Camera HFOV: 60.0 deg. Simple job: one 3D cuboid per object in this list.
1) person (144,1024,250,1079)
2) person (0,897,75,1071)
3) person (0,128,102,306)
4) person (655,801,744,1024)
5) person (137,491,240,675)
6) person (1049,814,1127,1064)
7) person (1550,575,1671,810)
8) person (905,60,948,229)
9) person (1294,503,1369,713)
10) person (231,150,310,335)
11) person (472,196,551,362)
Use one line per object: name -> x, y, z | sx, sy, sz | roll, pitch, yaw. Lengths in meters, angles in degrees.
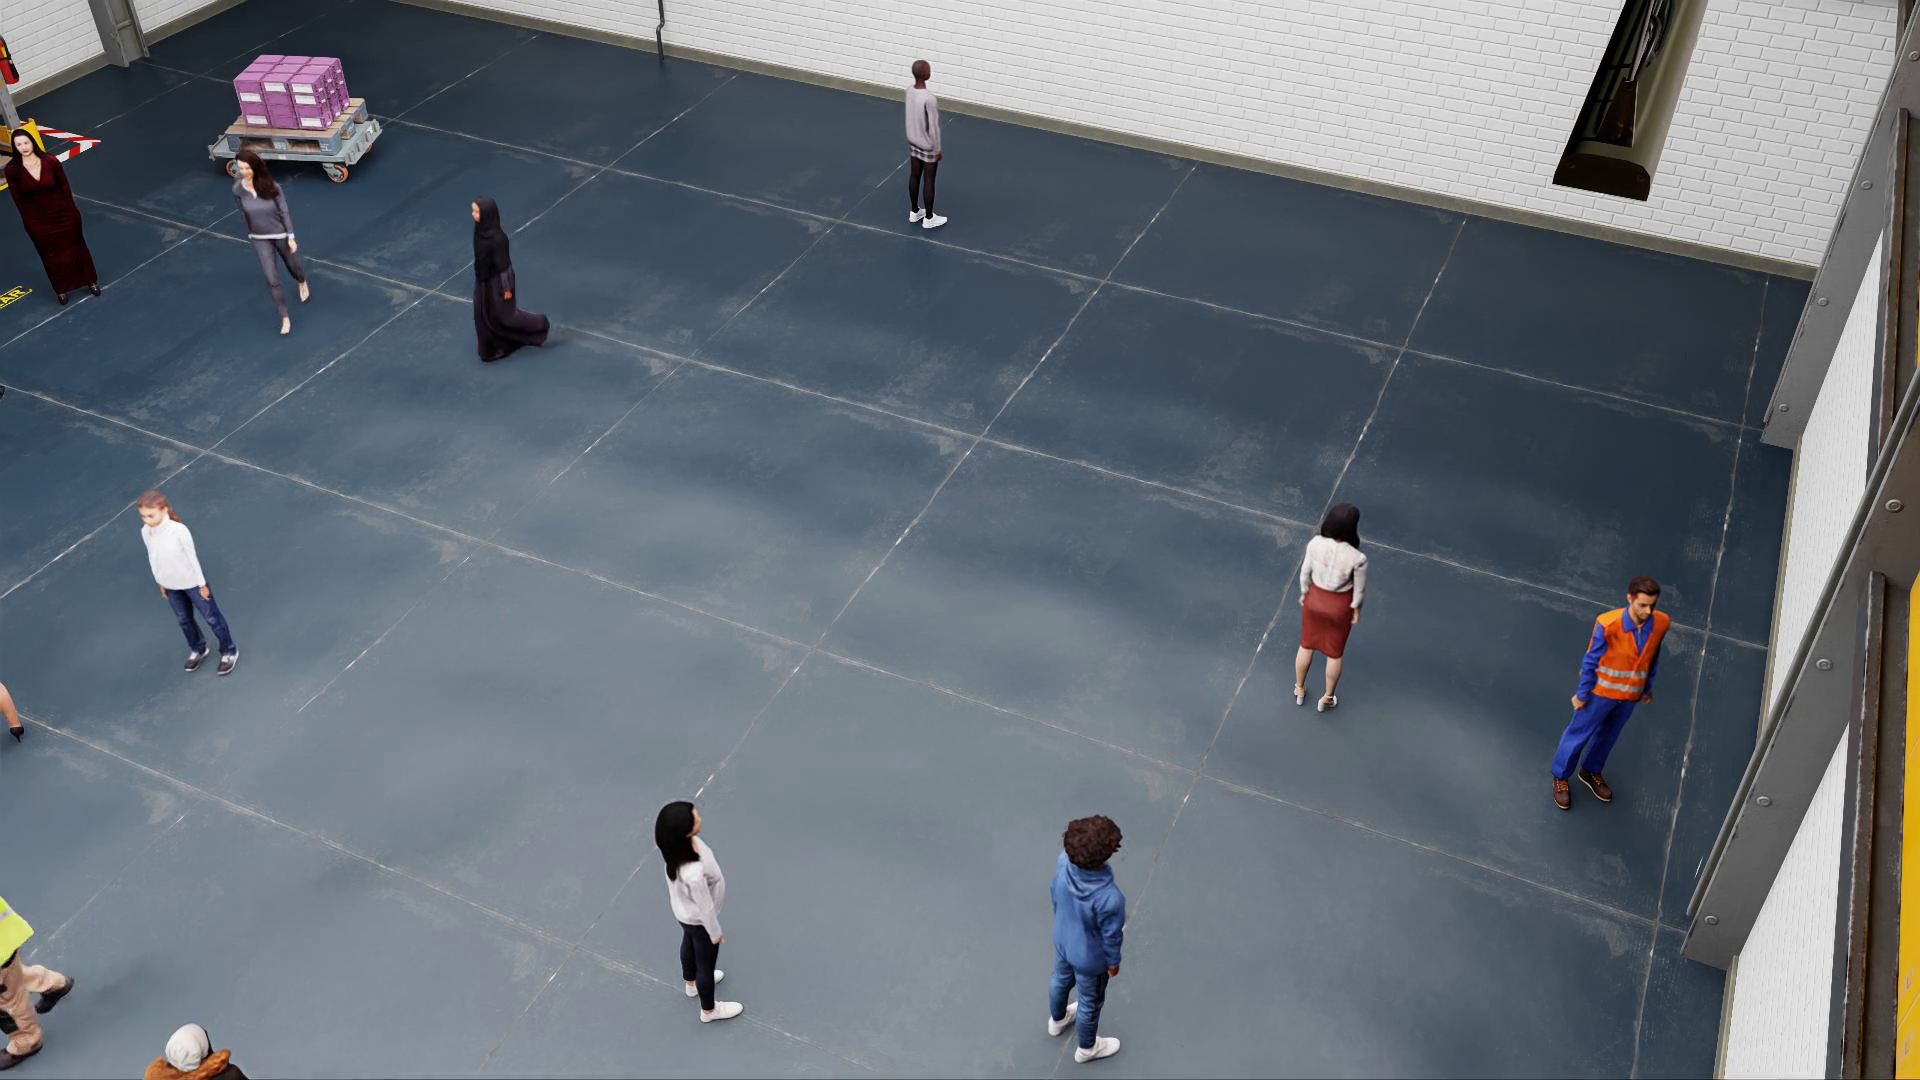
person -> -3.663, 2.962, 8.343 | 0.735, 1.632, 0.756 | -2, 39, -2
person -> -5.342, 2.178, 9.161 | 0.956, 1.836, 0.887 | -26, 45, -29
person -> -8.657, -3.087, 15.817 | 0.713, 1.758, 0.817 | -23, 44, -26
person -> -1.499, 2.078, 9.394 | 0.740, 1.701, 0.713 | -20, 43, -23
person -> -5.487, 0.274, 11.769 | 0.583, 1.556, 0.611 | 2, 39, 3
person -> 0.685, 2.190, 9.168 | 0.739, 1.808, 0.756 | -25, 45, -28
person -> 4.185, 0.957, 10.668 | 0.796, 1.864, 0.816 | -7, 39, -8
person -> -0.388, -4.062, 17.027 | 0.671, 1.771, 0.689 | -28, 47, -31
person -> 2.521, 0.468, 11.370 | 0.612, 1.750, 0.530 | 20, 43, 23
person -> -6.414, -2.865, 15.552 | 1.011, 1.741, 1.119 | -9, 40, -11
person -> -4.140, -2.380, 15.056 | 1.017, 1.602, 0.858 | -25, 45, -28
